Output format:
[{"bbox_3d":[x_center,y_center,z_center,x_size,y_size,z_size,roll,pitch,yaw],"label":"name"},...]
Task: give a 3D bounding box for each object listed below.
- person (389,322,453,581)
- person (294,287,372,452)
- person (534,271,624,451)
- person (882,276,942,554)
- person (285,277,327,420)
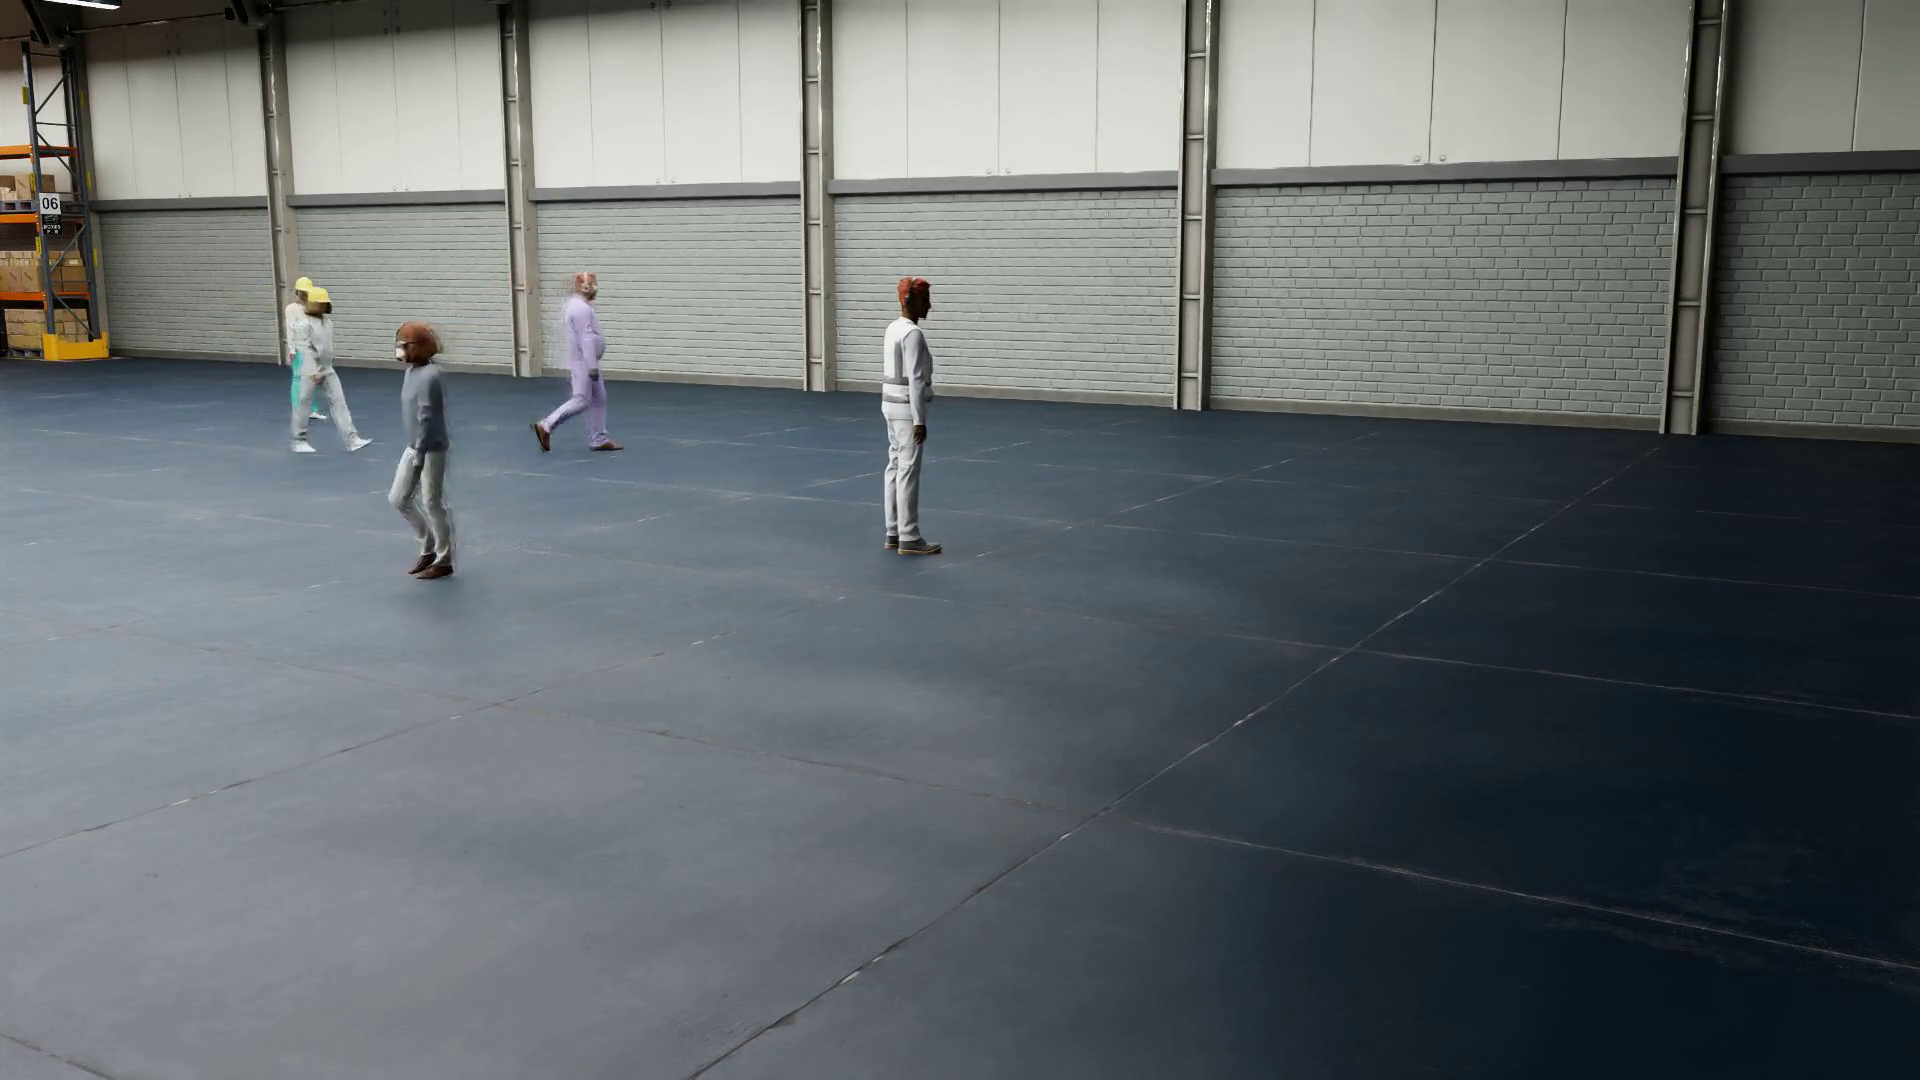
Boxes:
[{"bbox_3d":[-3.352,-0.543,10.345,0.368,1.617,0.503,-8,12,-39],"label":"person"},{"bbox_3d":[-6.521,-1.729,17.073,0.918,1.695,0.496,4,10,21],"label":"person"},{"bbox_3d":[-3.944,-1.824,17.112,0.808,1.875,0.624,-2,10,-10],"label":"person"},{"bbox_3d":[-0.351,-0.847,11.358,0.357,1.884,0.574,-3,10,-19],"label":"person"},{"bbox_3d":[-8.043,-2.346,20.482,0.323,1.765,0.532,5,11,25],"label":"person"}]
